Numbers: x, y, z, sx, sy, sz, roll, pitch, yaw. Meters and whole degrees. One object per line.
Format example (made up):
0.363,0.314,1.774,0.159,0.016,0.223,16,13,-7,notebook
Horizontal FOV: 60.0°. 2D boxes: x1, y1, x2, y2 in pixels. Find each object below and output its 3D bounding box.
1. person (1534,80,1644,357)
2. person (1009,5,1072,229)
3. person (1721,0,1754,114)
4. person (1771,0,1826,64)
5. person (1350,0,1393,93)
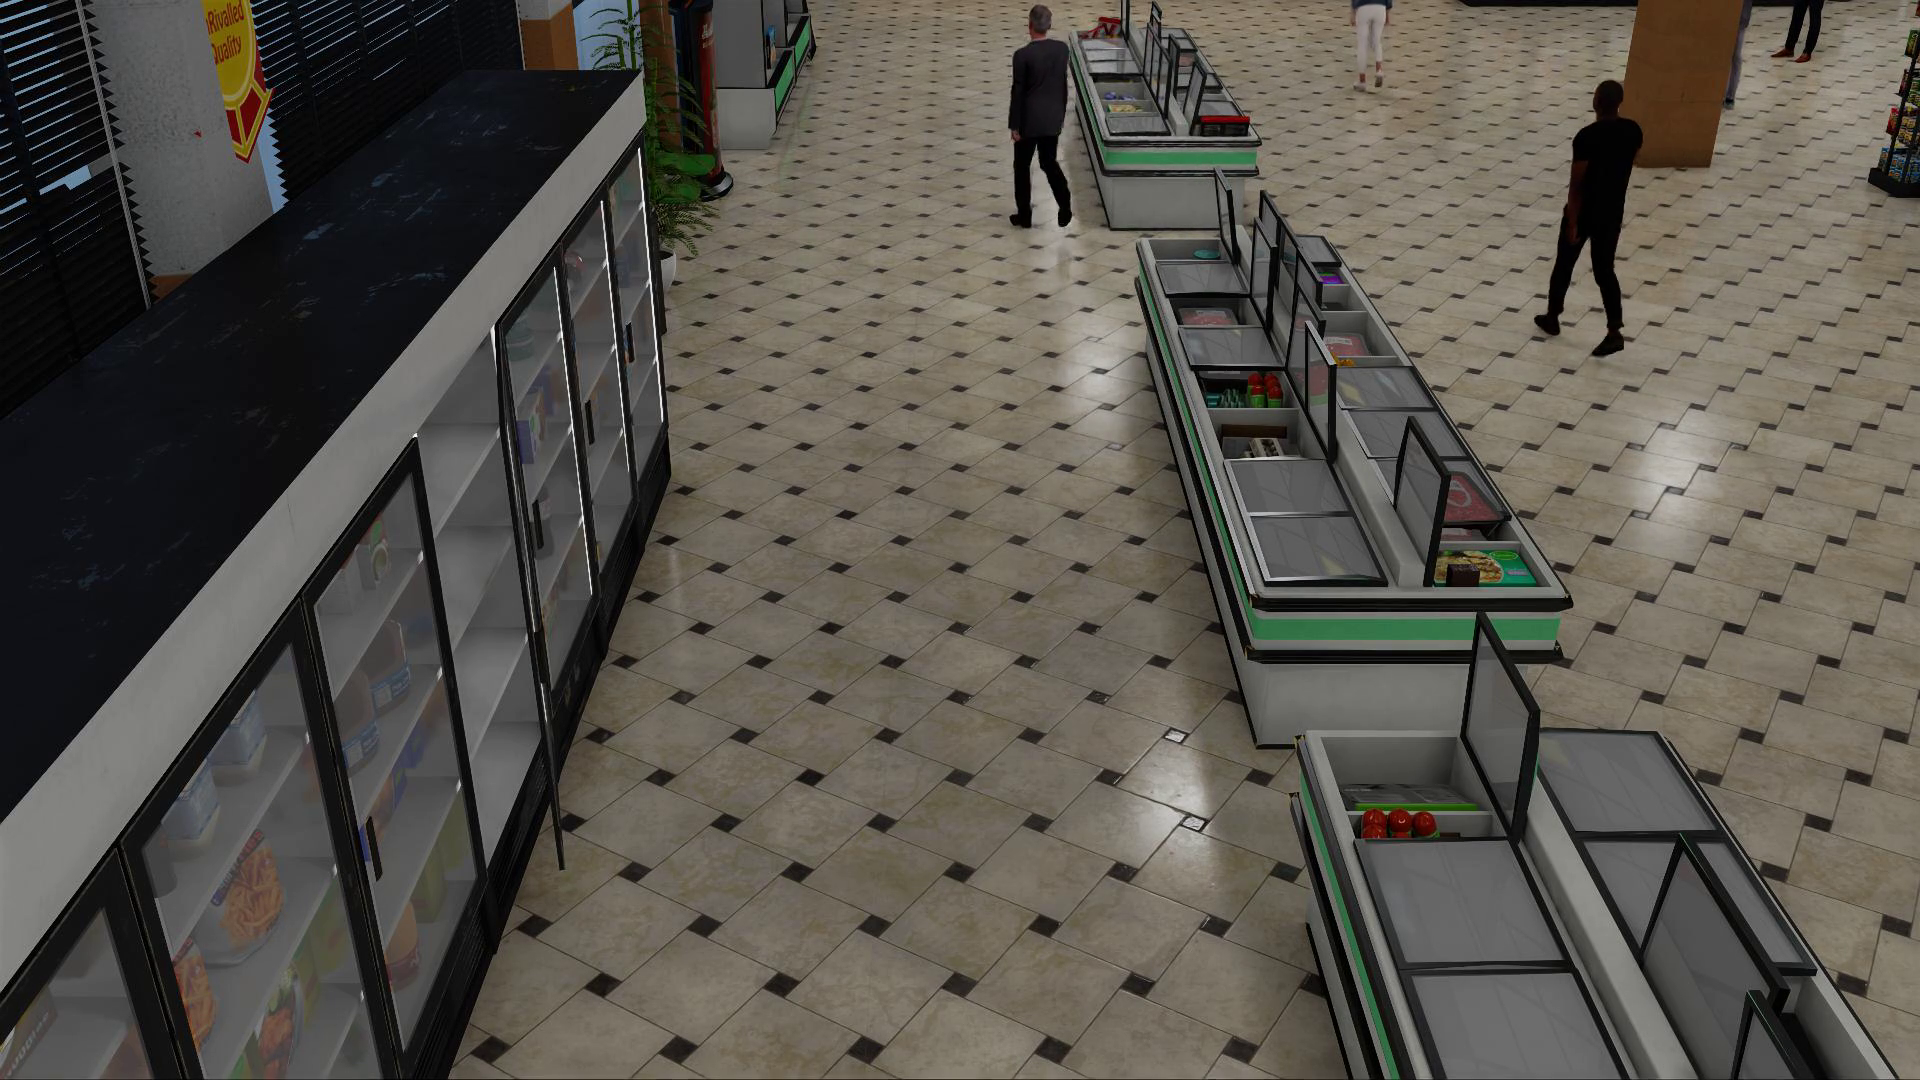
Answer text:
4.274,-2.098,11.062,0.812,1.782,1.229,-5,27,-9,person
0.691,-3.415,13.629,0.965,1.810,1.096,-14,30,-25,person
8.273,-5.524,17.758,0.764,1.837,0.771,-18,32,-31,person
10.414,-6.802,20.292,0.841,1.824,0.703,-12,29,-22,person
4.619,-5.865,18.603,0.667,1.681,0.776,-3,27,-5,person
